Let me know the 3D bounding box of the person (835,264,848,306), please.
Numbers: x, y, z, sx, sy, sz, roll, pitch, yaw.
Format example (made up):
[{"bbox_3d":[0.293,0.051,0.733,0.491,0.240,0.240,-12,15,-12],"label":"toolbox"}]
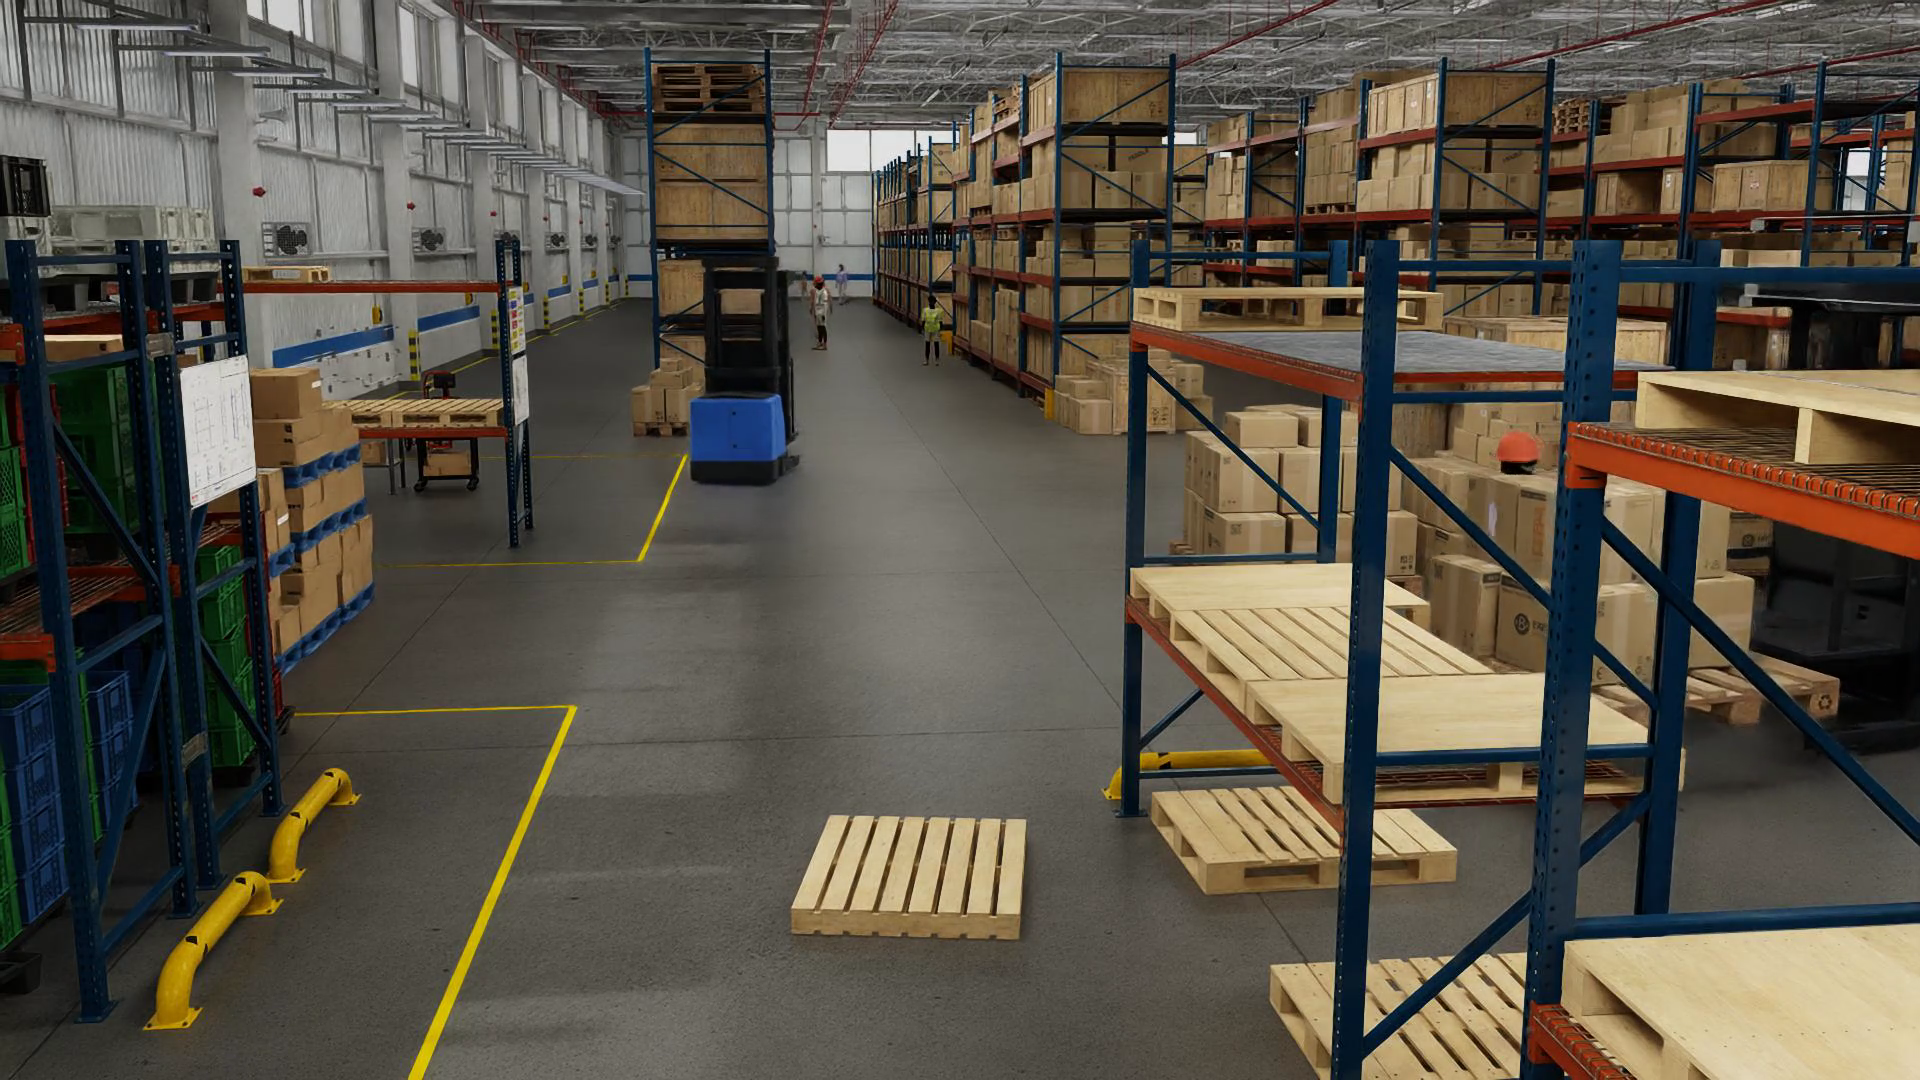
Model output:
[{"bbox_3d":[-5.512,-11.826,77.114,0.650,1.920,0.449,7,12,33],"label":"person"}]

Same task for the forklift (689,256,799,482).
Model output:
[{"bbox_3d":[-2.776,-2.217,21.220,1.129,2.768,1.873,1,10,3],"label":"forklift"}]

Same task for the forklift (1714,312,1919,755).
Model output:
[{"bbox_3d":[5.752,-0.240,10.263,1.873,2.768,1.129,-3,11,-17],"label":"forklift"}]

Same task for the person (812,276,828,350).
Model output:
[{"bbox_3d":[-3.882,-6.260,45.972,0.392,2.033,0.605,-6,12,-30],"label":"person"}]

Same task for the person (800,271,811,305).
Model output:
[{"bbox_3d":[-7.144,-11.759,77.625,0.803,1.602,0.534,2,10,12],"label":"person"}]

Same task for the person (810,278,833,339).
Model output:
[{"bbox_3d":[-4.240,-7.101,51.113,0.668,1.855,0.985,2,10,11],"label":"person"}]

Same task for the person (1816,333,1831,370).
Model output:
[{"bbox_3d":[13.087,-2.415,25.018,0.591,1.910,0.388,-10,14,-44],"label":"person"}]

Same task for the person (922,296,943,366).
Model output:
[{"bbox_3d":[-0.671,-5.070,40.306,0.531,1.697,0.322,2,10,13],"label":"person"}]

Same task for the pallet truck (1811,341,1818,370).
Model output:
[{"bbox_3d":[15.846,-3.142,28.793,1.885,1.965,0.823,2,10,12],"label":"pallet truck"}]

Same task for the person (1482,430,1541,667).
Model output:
[{"bbox_3d":[3.405,0.306,9.955,0.559,1.914,0.880,-5,12,-28],"label":"person"}]
